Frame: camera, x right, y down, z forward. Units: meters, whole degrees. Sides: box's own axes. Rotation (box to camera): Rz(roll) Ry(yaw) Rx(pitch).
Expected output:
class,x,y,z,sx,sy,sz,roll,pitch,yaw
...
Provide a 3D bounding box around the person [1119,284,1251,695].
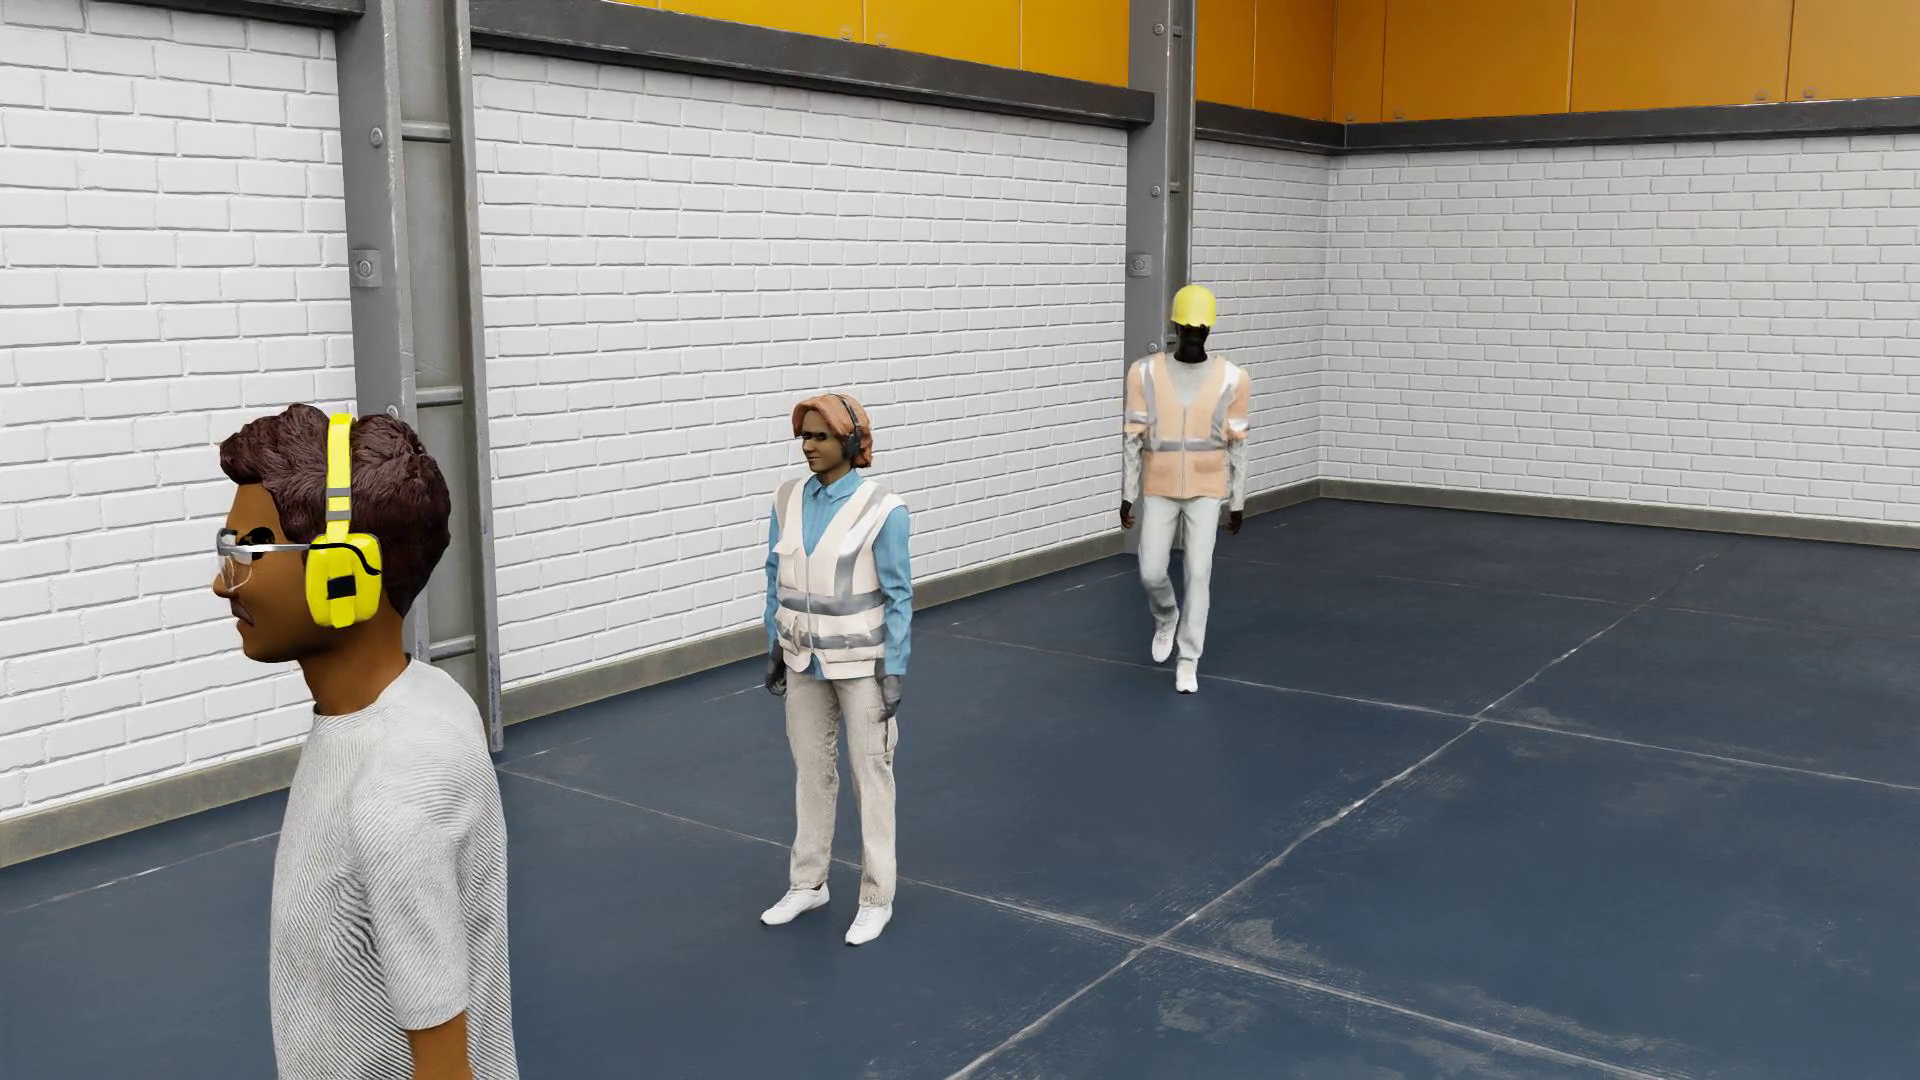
class,x,y,z,sx,sy,sz,roll,pitch,yaw
person,1.069,-0.252,7.910,0.614,1.913,0.554,2,10,10

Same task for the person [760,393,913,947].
class,x,y,z,sx,sy,sz,roll,pitch,yaw
person,-0.369,0.380,4.964,0.513,1.642,0.313,6,11,33

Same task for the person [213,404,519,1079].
class,x,y,z,sx,sy,sz,roll,pitch,yaw
person,-0.664,0.780,1.909,0.329,1.870,0.511,-4,10,-21
